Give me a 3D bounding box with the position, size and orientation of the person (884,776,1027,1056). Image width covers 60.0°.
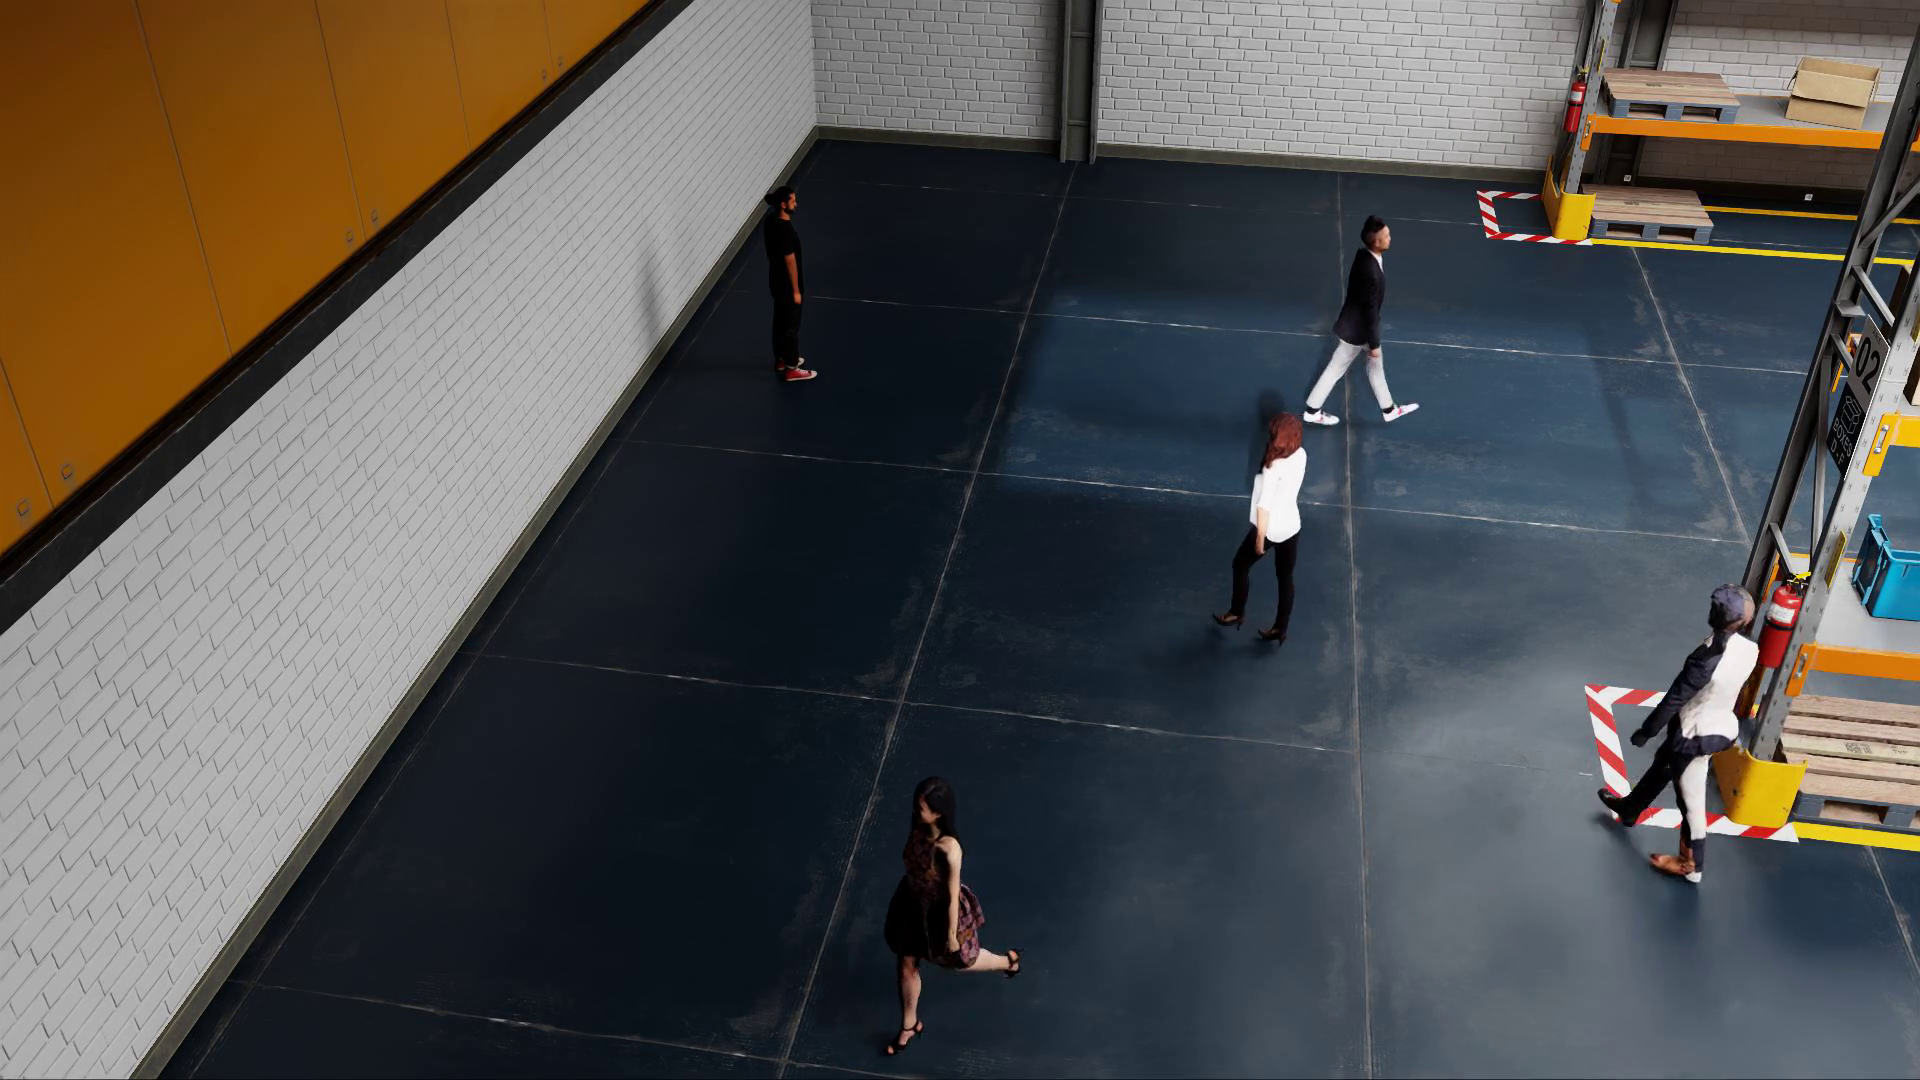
[{"bbox_3d":[-0.056,1.864,8.364,1.147,1.750,1.056,-19,38,-26],"label":"person"}]

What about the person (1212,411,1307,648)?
[{"bbox_3d":[2.194,-0.014,11.165,0.935,1.776,0.858,29,43,36],"label":"person"}]

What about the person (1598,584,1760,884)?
[{"bbox_3d":[4.218,1.150,9.344,1.075,1.853,1.158,-25,41,-33],"label":"person"}]

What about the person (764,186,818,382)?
[{"bbox_3d":[-1.529,-2.244,14.540,0.745,1.755,0.716,-16,37,-22],"label":"person"}]

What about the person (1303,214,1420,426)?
[{"bbox_3d":[3.181,-1.768,13.688,1.159,1.905,0.743,6,34,9],"label":"person"}]
